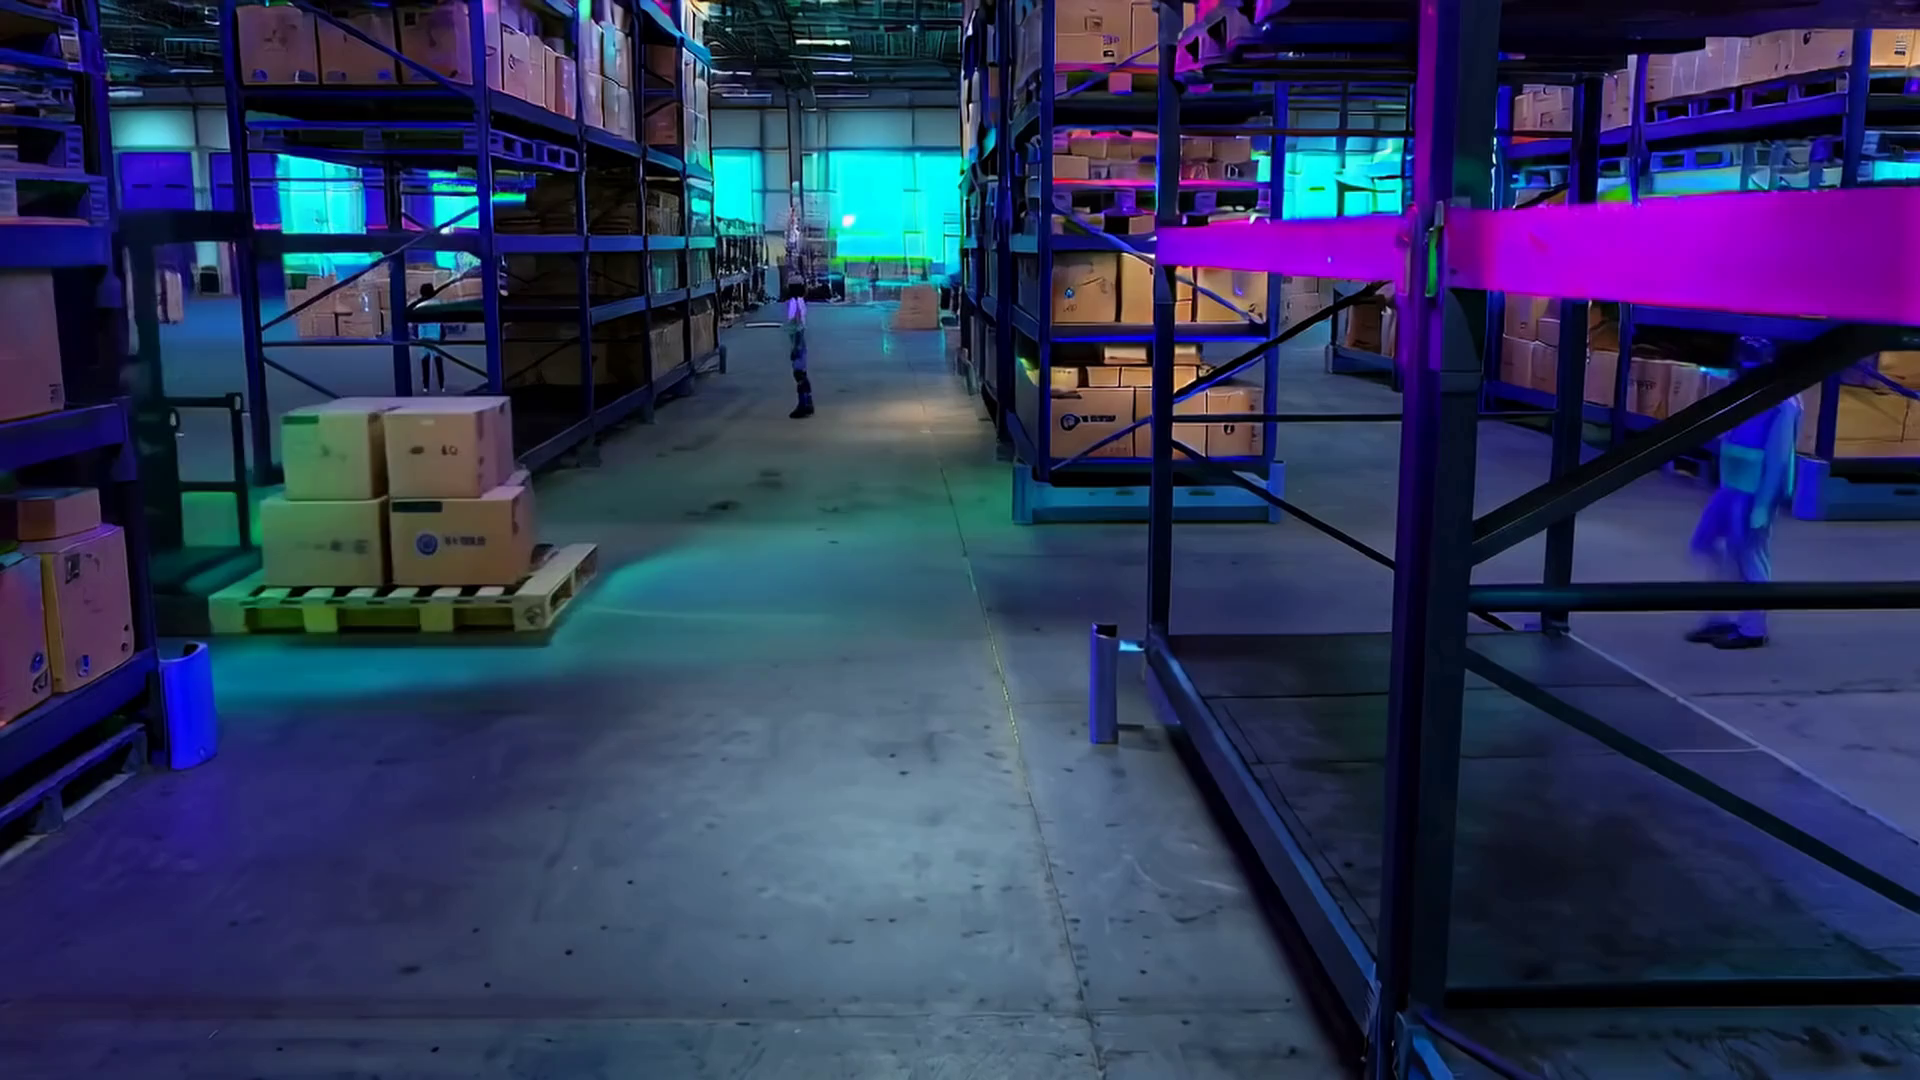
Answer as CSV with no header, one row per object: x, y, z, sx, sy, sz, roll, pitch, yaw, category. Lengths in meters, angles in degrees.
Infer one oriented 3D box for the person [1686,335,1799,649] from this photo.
4.447,-0.252,9.471,0.545,1.818,0.590,-2,10,-11,person

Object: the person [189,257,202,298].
-32.124,-11.024,69.856,0.532,1.688,0.323,1,10,4,person

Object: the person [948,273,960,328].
-0.097,-4.686,34.536,0.321,1.692,0.529,0,10,-2,person

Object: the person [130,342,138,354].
-5.702,-0.625,11.374,0.415,1.887,0.647,-2,10,-9,person

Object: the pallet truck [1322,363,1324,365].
7.712,-4.157,30.737,1.885,1.965,0.823,3,11,16,pallet truck

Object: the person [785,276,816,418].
-2.167,-2.575,22.272,0.375,1.885,0.696,0,10,-2,person

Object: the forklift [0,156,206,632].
-5.482,-0.902,10.146,1.873,2.768,1.129,0,10,-2,forklift

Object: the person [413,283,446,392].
-8.289,-3.157,25.998,0.536,1.700,0.318,-6,12,-28,person

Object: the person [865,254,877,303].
-3.456,-9.897,63.106,0.946,1.839,0.606,-7,12,-34,person
